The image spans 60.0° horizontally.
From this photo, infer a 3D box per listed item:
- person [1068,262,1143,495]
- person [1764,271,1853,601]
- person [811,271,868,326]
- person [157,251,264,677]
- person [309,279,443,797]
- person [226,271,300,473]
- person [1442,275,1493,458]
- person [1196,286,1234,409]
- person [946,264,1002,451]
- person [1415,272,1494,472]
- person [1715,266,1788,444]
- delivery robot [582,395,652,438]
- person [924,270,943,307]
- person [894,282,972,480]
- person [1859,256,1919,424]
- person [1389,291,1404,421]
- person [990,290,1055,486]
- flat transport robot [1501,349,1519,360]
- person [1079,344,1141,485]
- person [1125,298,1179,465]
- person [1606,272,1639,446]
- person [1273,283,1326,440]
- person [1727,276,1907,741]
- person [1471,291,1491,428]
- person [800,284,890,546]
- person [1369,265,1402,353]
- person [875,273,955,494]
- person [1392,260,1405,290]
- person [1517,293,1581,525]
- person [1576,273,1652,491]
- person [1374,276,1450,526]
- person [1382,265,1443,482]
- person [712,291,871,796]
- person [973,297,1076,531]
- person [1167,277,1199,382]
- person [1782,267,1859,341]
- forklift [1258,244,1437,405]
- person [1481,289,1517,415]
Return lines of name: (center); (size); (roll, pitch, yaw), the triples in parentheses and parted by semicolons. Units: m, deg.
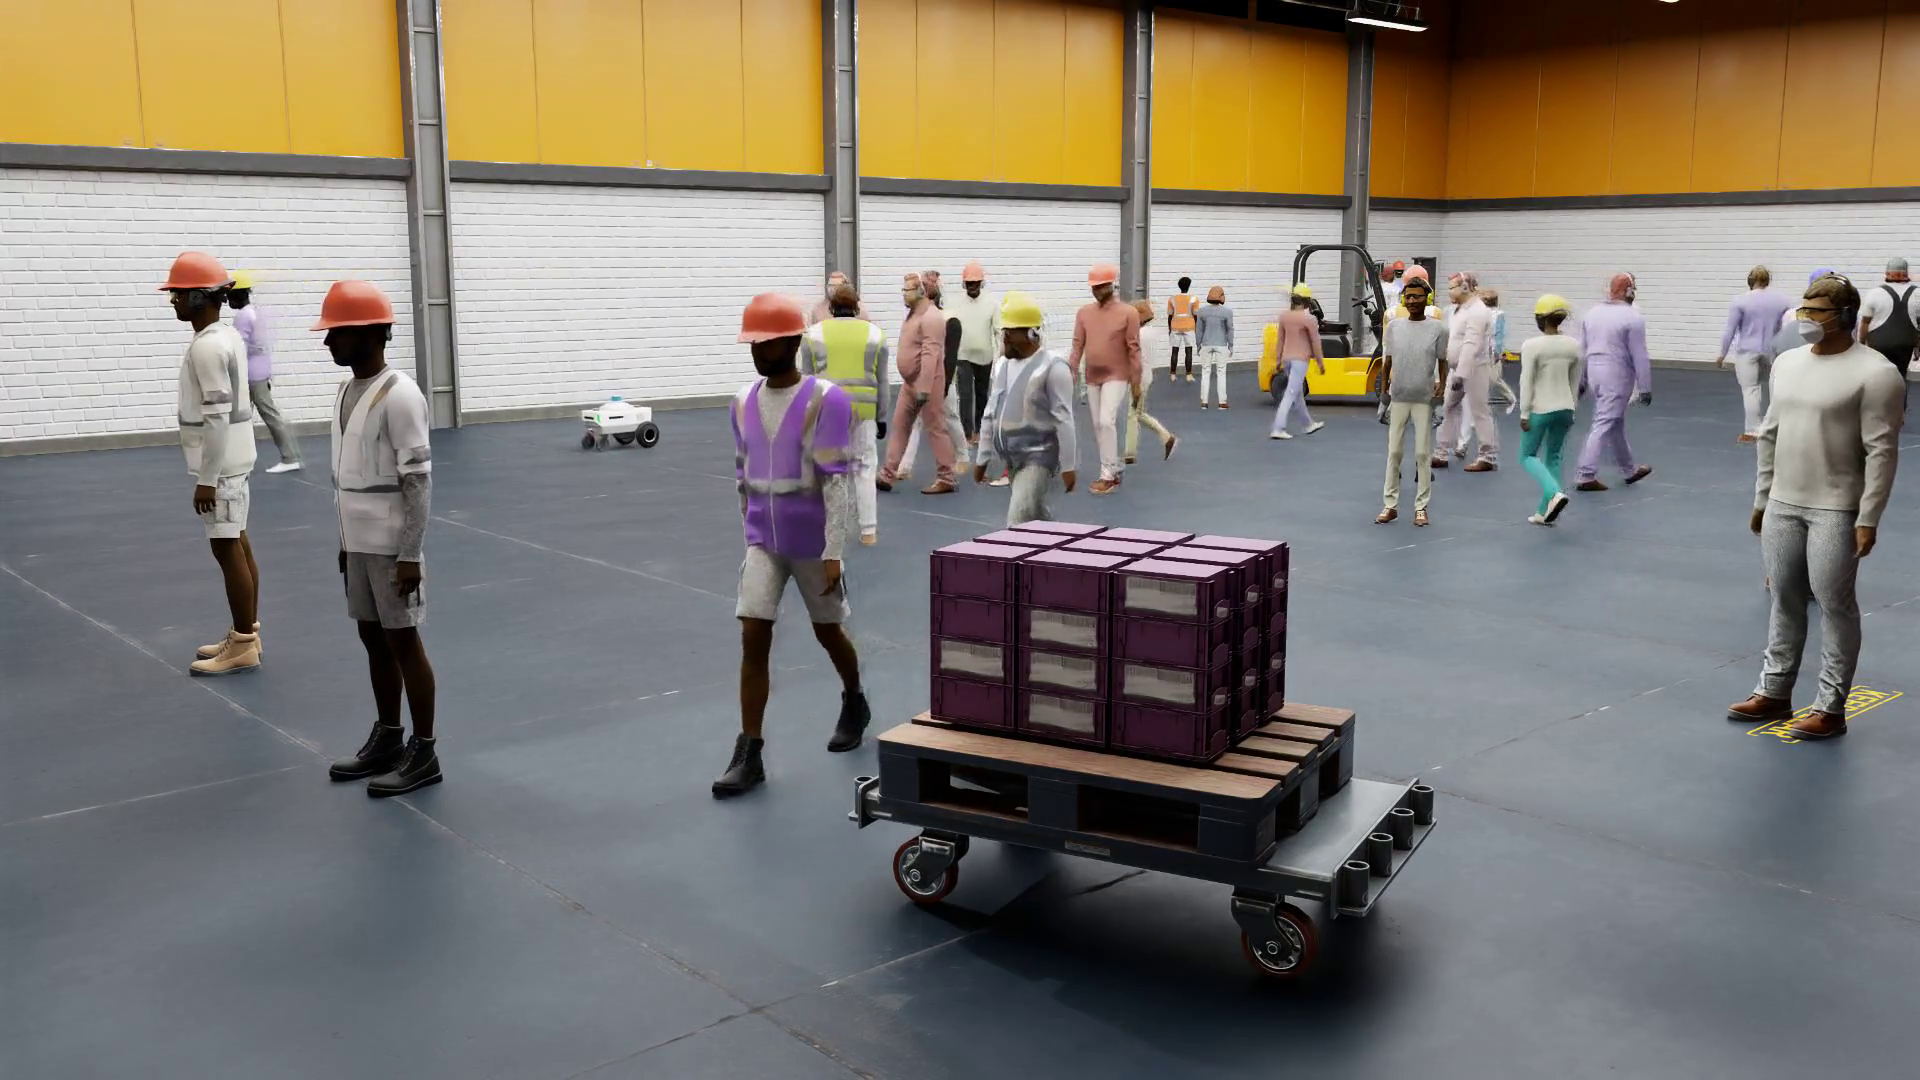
person: (1.185, -1.367, 14.163); (0.613, 1.962, 0.759); (8, 12, 38)
person: (5.041, -0.612, 9.838); (0.370, 1.934, 0.627); (-1, 10, -8)
person: (-1.229, -1.813, 17.038); (0.641, 1.877, 0.859); (6, 11, 31)
person: (-3.614, -0.363, 8.055); (0.377, 2.045, 0.605); (-3, 10, -16)
person: (-2.208, -0.004, 6.263); (0.553, 1.935, 0.362); (9, 13, 44)
person: (-6.653, -1.538, 15.406); (0.974, 1.874, 0.607); (-3, 10, -15)
person: (5.029, -1.736, 16.699); (0.552, 1.829, 0.897); (5, 11, 29)
person: (3.372, -2.544, 22.022); (0.506, 1.632, 0.268); (4, 10, 21)
person: (0.159, -1.951, 17.647); (0.630, 1.951, 1.009); (0, 10, 1)
person: (4.680, -1.569, 15.607); (0.807, 1.864, 0.680); (-1, 10, -5)
person: (8.581, -2.011, 18.094); (0.653, 1.915, 0.722); (-2, 10, -11)
delivery robot: (-3.610, -1.281, 17.510); (0.477, 0.478, 0.707); (9, 14, 44)
person: (-0.387, -2.703, 22.368); (0.490, 1.827, 0.601); (-7, 12, -37)
person: (-0.235, -1.450, 15.170); (0.637, 1.800, 0.950); (8, 13, 39)
person: (10.979, -2.343, 19.657); (0.685, 2.000, 0.540); (2, 10, 10)
person: (5.528, -2.275, 20.472); (0.621, 1.618, 0.528); (-4, 10, -22)
person: (0.599, -1.360, 14.802); (0.810, 1.730, 0.529); (-7, 12, -36)
flat transport robot: (9.961, -3.578, 32.060); (1.431, 0.197, 0.652); (-1, 10, -4)
person: (1.322, -1.275, 14.705); (0.512, 1.594, 0.812); (2, 10, 14)
person: (1.772, -1.518, 16.036); (0.596, 1.616, 0.511); (2, 10, 10)
person: (6.960, -1.901, 17.611); (0.470, 1.856, 0.549); (-4, 11, -23)
person: (3.800, -1.980, 18.464); (0.922, 1.714, 0.541); (-7, 12, -34)
person: (3.610, -0.132, 7.010); (0.374, 1.941, 0.627); (-4, 10, -22)
person: (6.006, -2.122, 19.599); (0.488, 1.620, 0.548); (-2, 10, -12)
person: (-0.799, -0.863, 11.623); (0.627, 1.833, 0.434); (-1, 10, -7)
person: (6.979, -3.556, 27.272); (0.432, 1.871, 0.583); (-7, 12, -36)
person: (-0.452, -1.304, 14.074); (0.904, 1.870, 0.667); (-4, 10, -22)
person: (8.071, -4.183, 30.732); (0.542, 1.938, 0.358); (-1, 10, -4)
person: (4.410, -0.957, 12.385); (0.524, 1.751, 0.498); (-3, 10, -18)
person: (5.746, -1.358, 14.384); (0.964, 1.862, 0.676); (-3, 10, -19)
person: (3.395, -1.037, 12.512); (0.508, 1.872, 0.329); (5, 11, 26)
person: (4.059, -1.485, 14.922); (0.545, 1.942, 0.350); (5, 11, 28)
person: (-0.635, -0.019, 6.496); (0.565, 1.901, 0.960); (4, 11, 23)
person: (0.289, -0.464, 9.378); (0.910, 1.784, 0.626); (-7, 12, -34)
person: (3.591, -3.386, 26.790); (0.535, 1.692, 0.317); (4, 10, 21)
person: (7.279, -1.353, 14.213); (0.671, 1.924, 0.607); (-9, 13, -41)
forklift: (5.256, -2.933, 22.661); (2.313, 2.155, 1.214); (3, 10, 16)
person: (6.676, -2.338, 20.870); (0.702, 1.614, 0.523); (-5, 11, -25)
